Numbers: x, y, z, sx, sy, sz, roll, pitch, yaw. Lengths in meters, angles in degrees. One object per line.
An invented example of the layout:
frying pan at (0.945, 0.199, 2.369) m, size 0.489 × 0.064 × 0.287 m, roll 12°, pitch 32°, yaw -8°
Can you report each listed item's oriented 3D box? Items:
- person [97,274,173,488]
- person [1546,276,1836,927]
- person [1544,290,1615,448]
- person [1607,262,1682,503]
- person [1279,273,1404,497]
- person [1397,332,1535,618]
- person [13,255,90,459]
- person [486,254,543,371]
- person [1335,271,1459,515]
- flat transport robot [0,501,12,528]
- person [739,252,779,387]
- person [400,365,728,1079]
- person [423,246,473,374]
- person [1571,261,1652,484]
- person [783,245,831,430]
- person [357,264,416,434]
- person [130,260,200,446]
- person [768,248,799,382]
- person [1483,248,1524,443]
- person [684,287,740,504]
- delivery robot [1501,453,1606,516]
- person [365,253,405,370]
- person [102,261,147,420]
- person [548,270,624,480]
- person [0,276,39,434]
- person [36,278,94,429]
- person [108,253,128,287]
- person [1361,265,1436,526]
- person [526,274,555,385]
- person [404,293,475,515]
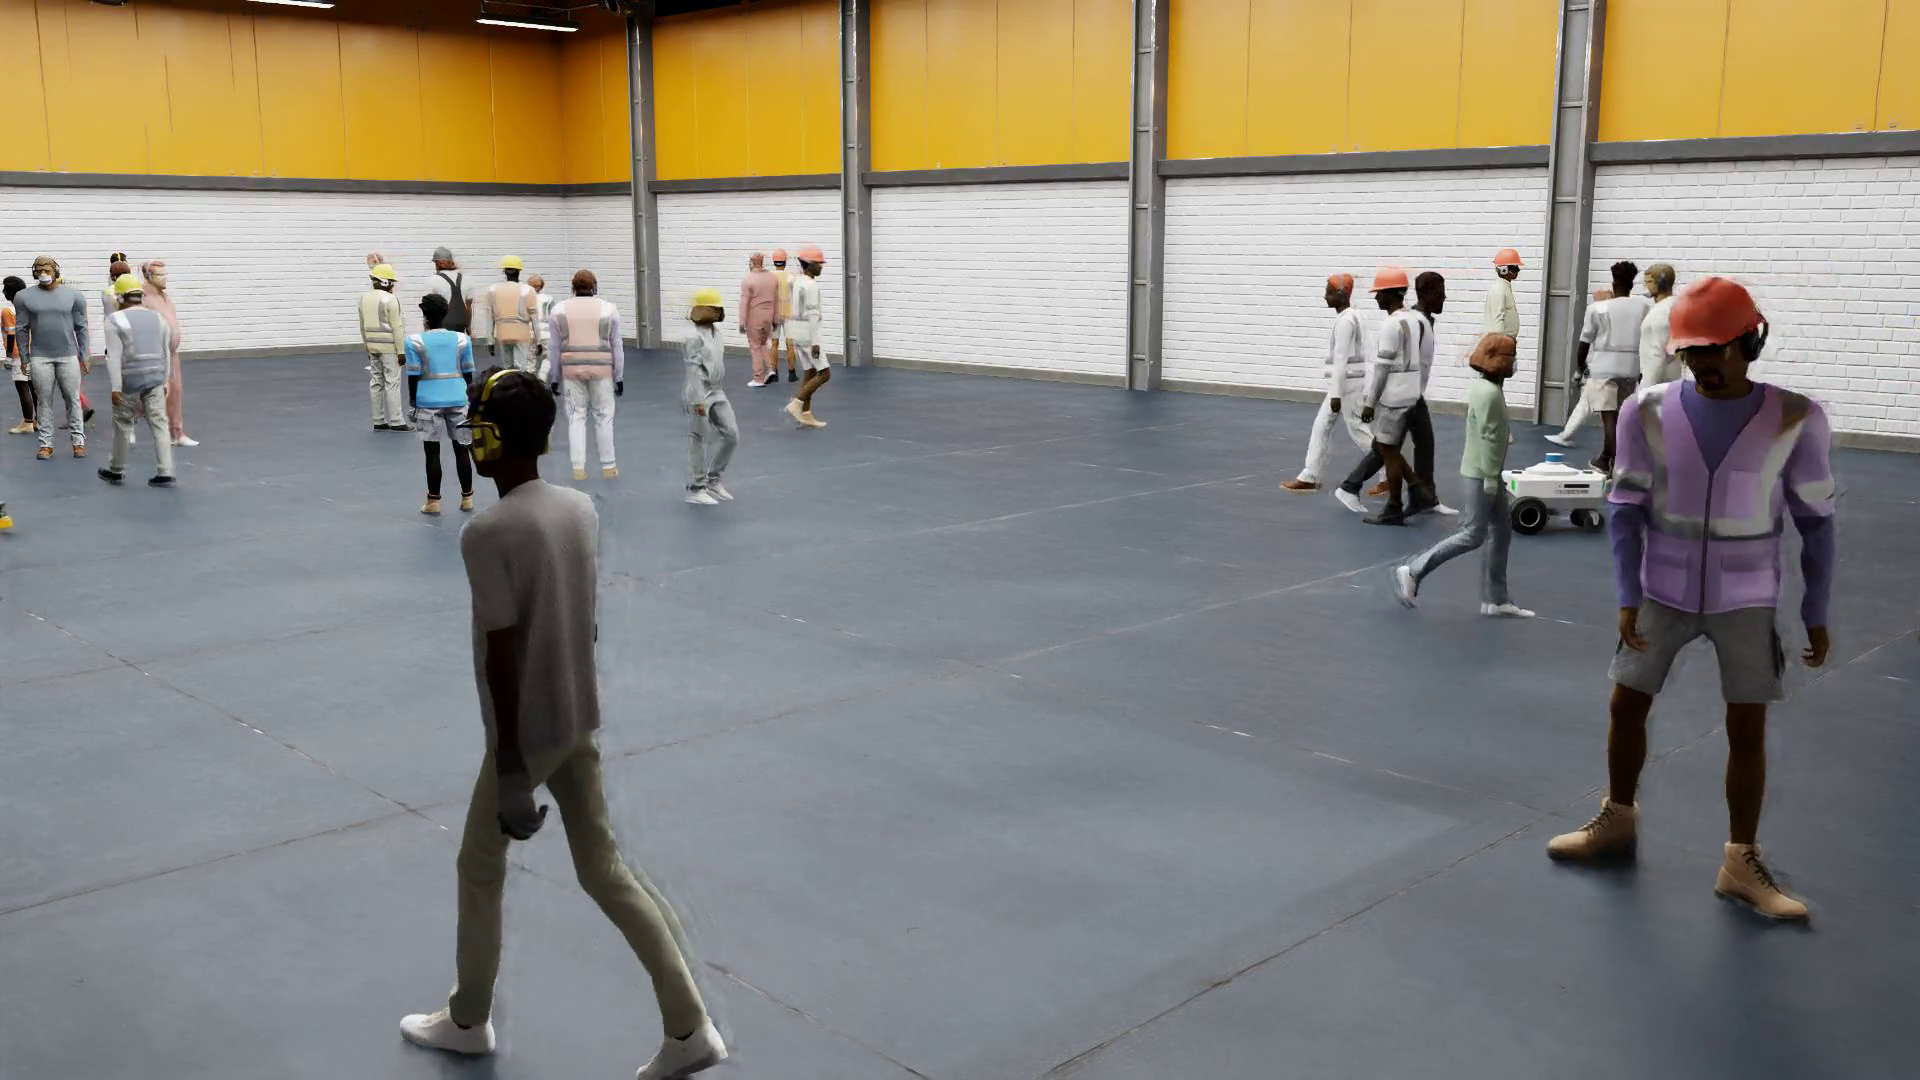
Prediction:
person at (-7.047, -1.350, 14.157) m, size 0.866 × 1.791 × 0.625 m, roll 6°, pitch 12°, yaw 31°
person at (2.344, 0.179, 5.286) m, size 0.842 × 2.009 × 0.496 m, roll 6°, pitch 12°, yaw 30°
person at (6.346, -1.675, 16.508) m, size 0.891 × 1.585 × 0.525 m, roll 6°, pitch 12°, yaw 28°
person at (5.505, -1.211, 13.053) m, size 0.616 × 1.926 × 0.647 m, roll 5°, pitch 12°, yaw 28°
person at (3.188, -1.260, 13.604) m, size 0.993 × 1.838 × 0.584 m, roll 3°, pitch 11°, yaw 15°
person at (2.857, -0.358, 9.273) m, size 0.684 × 1.609 × 0.503 m, roll 4°, pitch 11°, yaw 22°
person at (-8.672, -1.743, 15.927) m, size 0.633 × 1.939 × 0.368 m, roll -5°, pitch 11°, yaw -24°
person at (-5.125, -2.327, 19.184) m, size 0.602 × 1.906 × 0.486 m, roll 1°, pitch 10°, yaw 6°
person at (3.353, -1.116, 12.710) m, size 0.898 × 1.881 × 0.604 m, roll 4°, pitch 11°, yaw 19°
flat transport robot at (-7.593, -0.209, 12.110) m, size 1.431 × 0.197 × 0.652 m, roll 7°, pitch 13°, yaw 35°
person at (-2.858, -3.100, 23.431) m, size 0.431 × 1.894 × 0.669 m, roll 9°, pitch 14°, yaw 41°
person at (-1.004, 0.477, 4.156) m, size 0.966 × 1.827 × 0.533 m, roll 5°, pitch 11°, yaw 24°
person at (-6.713, -2.868, 21.781) m, size 0.995 × 2.000 × 0.685 m, roll 7°, pitch 12°, yaw 32°
person at (5.700, -1.464, 14.499) m, size 0.608 × 1.915 × 0.992 m, roll 0°, pitch 10°, yaw -2°
person at (-1.649, -2.201, 18.179) m, size 0.474 × 2.026 × 0.641 m, roll -4°, pitch 11°, yaw -19°
person at (-6.196, -2.060, 17.970) m, size 0.586 × 1.823 × 0.403 m, roll 6°, pitch 12°, yaw 31°
person at (-8.117, -1.864, 16.736) m, size 0.645 × 1.890 × 0.649 m, roll 0°, pitch 10°, yaw -1°
person at (-2.606, -3.277, 24.282) m, size 0.542 × 1.942 × 0.352 m, roll 0°, pitch 10°, yaw 2°
person at (5.587, -2.000, 17.177) m, size 0.377 × 1.995 × 0.608 m, roll 4°, pitch 11°, yaw 18°
person at (-1.997, -1.128, 13.170) m, size 0.436 × 1.729 × 0.490 m, roll 5°, pitch 12°, yaw 27°
delivery robot at (4.285, -0.386, 12.047) m, size 0.707 × 0.478 × 0.477 m, roll 0°, pitch 10°, yaw -1°
person at (-9.123, -3.657, 26.571) m, size 0.833 × 1.864 × 0.737 m, roll -7°, pitch 13°, yaw -35°
person at (-9.536, -2.266, 19.058) m, size 0.430 × 1.840 × 0.623 m, roll 5°, pitch 11°, yaw 24°
person at (-3.270, -1.433, 14.591) m, size 0.648 × 1.837 × 0.561 m, roll -1°, pitch 10°, yaw -7°
person at (-10.106, -1.986, 17.908) m, size 0.318 × 1.699 × 0.535 m, roll 0°, pitch 10°, yaw -1°
person at (-9.886, -2.090, 18.309) m, size 0.427 × 1.749 × 0.569 m, roll 1°, pitch 10°, yaw 8°
person at (-12.796, -3.448, 25.423) m, size 0.323 × 1.868 × 0.528 m, roll -8°, pitch 13°, yaw -36°
person at (3.177, -1.043, 12.187) m, size 0.457 × 1.917 × 0.542 m, roll 5°, pitch 12°, yaw 27°
person at (-5.498, -2.621, 21.559) m, size 0.576 × 1.623 × 0.426 m, roll 0°, pitch 10°, yaw -2°
person at (-3.969, -1.034, 12.732) m, size 0.532 × 1.694 × 0.319 m, roll -7°, pitch 13°, yaw -34°
